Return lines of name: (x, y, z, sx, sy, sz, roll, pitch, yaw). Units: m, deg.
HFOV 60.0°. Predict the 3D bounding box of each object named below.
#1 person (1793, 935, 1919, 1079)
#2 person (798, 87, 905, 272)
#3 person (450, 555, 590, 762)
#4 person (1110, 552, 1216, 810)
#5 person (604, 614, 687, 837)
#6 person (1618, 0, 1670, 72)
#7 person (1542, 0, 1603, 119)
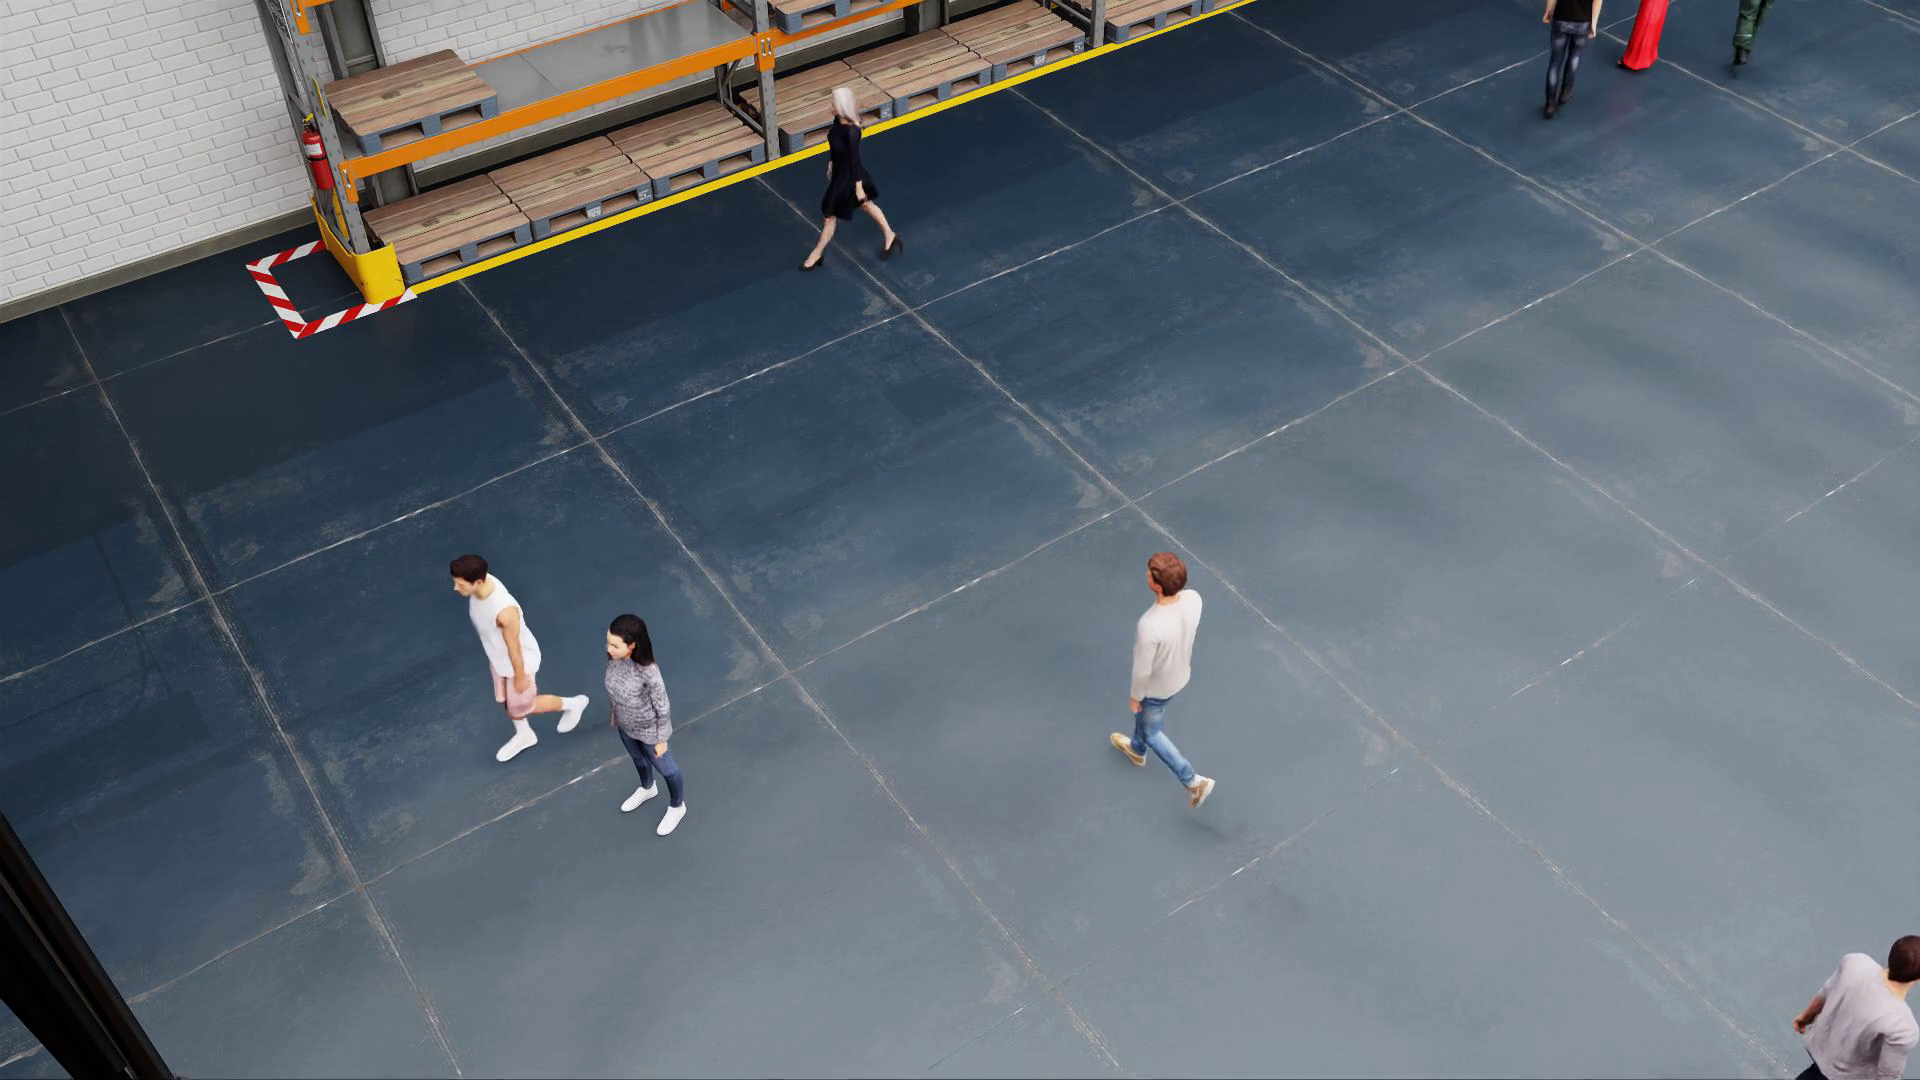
person: (4.248, 2.577, 8.240, 1.264, 1.789, 1.084, -2, 44, -2)
person: (-0.871, -3.074, 14.245, 1.261, 1.687, 0.863, -12, 45, -12)
person: (-2.690, 0.682, 10.251, 0.911, 1.759, 0.704, -27, 50, -25)
person: (1.258, 0.872, 9.966, 0.869, 1.877, 1.085, 34, 53, 31)
person: (-1.882, 1.066, 9.867, 0.667, 1.733, 0.628, 27, 50, 26)
person: (7.083, -5.642, 16.869, 0.771, 1.786, 0.644, 29, 51, 27)
person: (5.898, -4.983, 16.116, 0.936, 1.871, 1.024, 17, 46, 17)
